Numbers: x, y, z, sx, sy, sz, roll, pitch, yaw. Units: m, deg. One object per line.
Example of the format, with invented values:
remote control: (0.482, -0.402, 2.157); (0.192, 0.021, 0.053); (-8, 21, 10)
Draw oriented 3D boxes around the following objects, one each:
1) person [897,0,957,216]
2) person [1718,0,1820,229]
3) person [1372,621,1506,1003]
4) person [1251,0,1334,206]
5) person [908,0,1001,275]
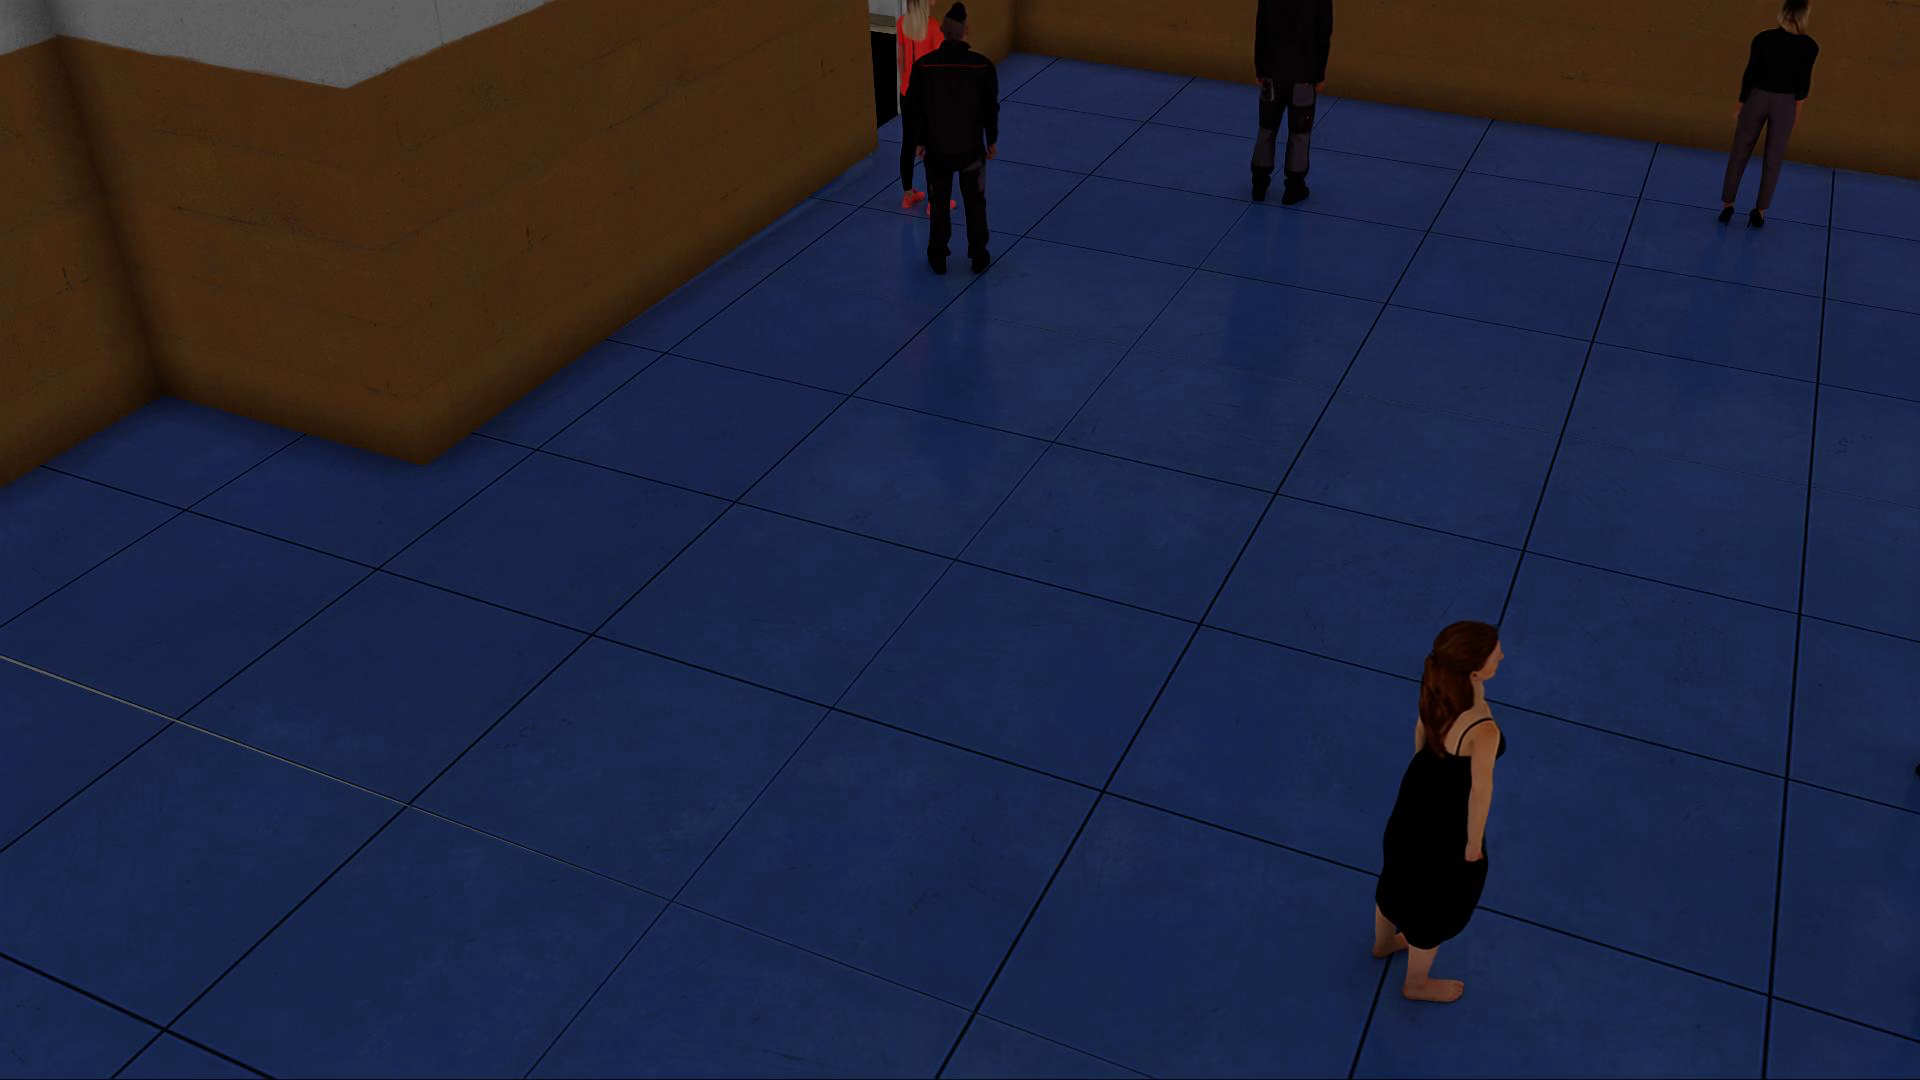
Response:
person: (-0.274, -3.230, 12.121); (0.542, 1.693, 0.701); (24, 40, 31)
person: (5.754, -3.038, 11.852); (0.495, 1.672, 0.672); (18, 38, 25)
person: (1.696, 0.952, 5.896); (0.723, 1.624, 0.670); (-8, 35, -12)
person: (2.417, -3.434, 12.199); (0.535, 1.946, 0.765); (12, 36, 18)
person: (-0.026, -2.686, 11.132); (0.718, 1.860, 0.904); (1, 34, 2)
